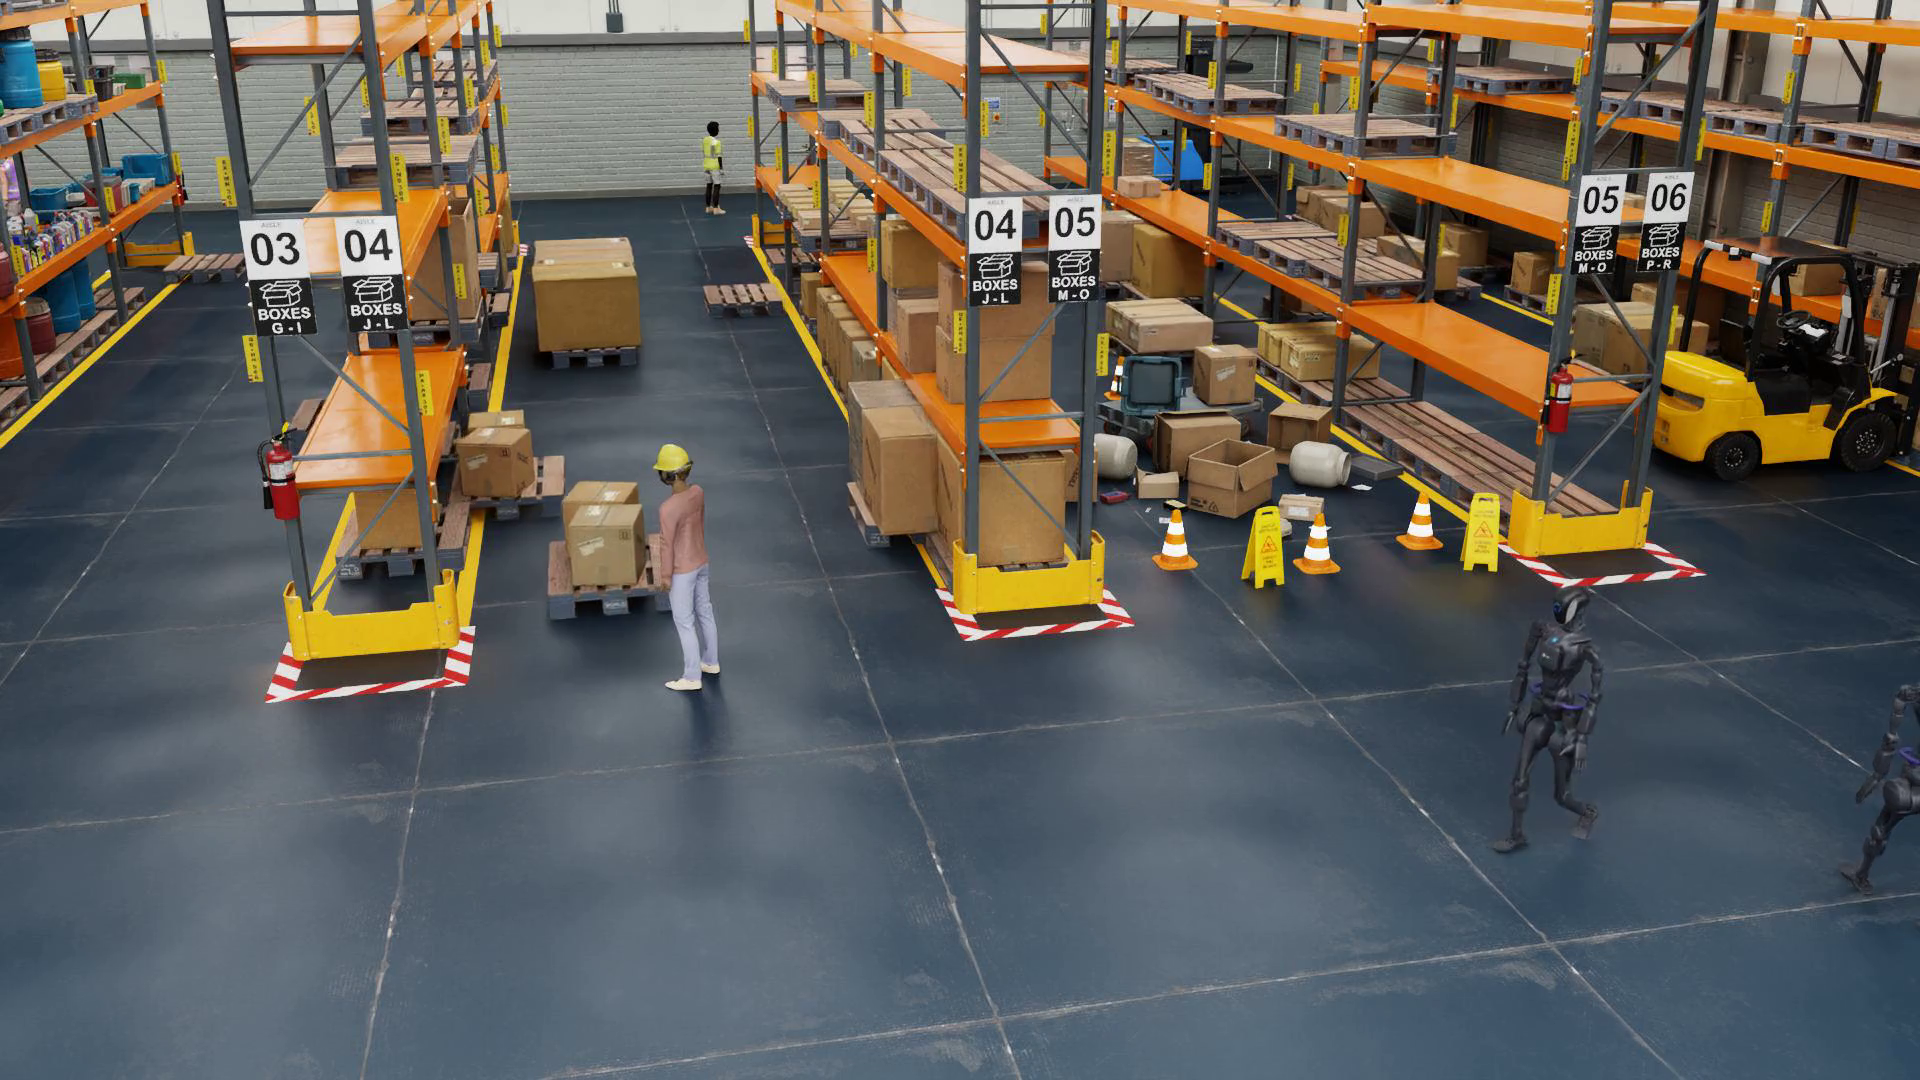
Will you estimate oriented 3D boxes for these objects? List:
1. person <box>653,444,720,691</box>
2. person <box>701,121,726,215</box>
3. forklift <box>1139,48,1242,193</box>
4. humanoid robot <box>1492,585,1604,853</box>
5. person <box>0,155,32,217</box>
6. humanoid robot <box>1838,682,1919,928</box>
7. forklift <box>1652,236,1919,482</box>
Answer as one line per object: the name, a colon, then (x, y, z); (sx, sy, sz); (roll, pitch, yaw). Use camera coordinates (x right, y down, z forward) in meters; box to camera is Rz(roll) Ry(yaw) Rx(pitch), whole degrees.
person: (-1.933, 0.186, 11.567); (0.339, 1.758, 0.519); (7, 22, 19)
person: (-4.532, -6.832, 30.561); (0.537, 1.687, 0.319); (19, 27, 41)
forklift: (4.566, -8.313, 32.860); (1.873, 2.768, 1.129); (-4, 21, -12)
humanoid robot: (3.427, 1.012, 9.492); (0.656, 1.638, 0.601); (-12, 24, -29)
person: (-15.366, -5.563, 27.146); (0.347, 1.688, 0.491); (11, 23, 27)
humanoid robot: (5.136, 1.263, 8.842); (0.601, 1.630, 0.776); (-1, 20, -2)
forklift: (8.013, -1.814, 16.330); (2.313, 2.155, 1.214); (-4, 21, -12)
